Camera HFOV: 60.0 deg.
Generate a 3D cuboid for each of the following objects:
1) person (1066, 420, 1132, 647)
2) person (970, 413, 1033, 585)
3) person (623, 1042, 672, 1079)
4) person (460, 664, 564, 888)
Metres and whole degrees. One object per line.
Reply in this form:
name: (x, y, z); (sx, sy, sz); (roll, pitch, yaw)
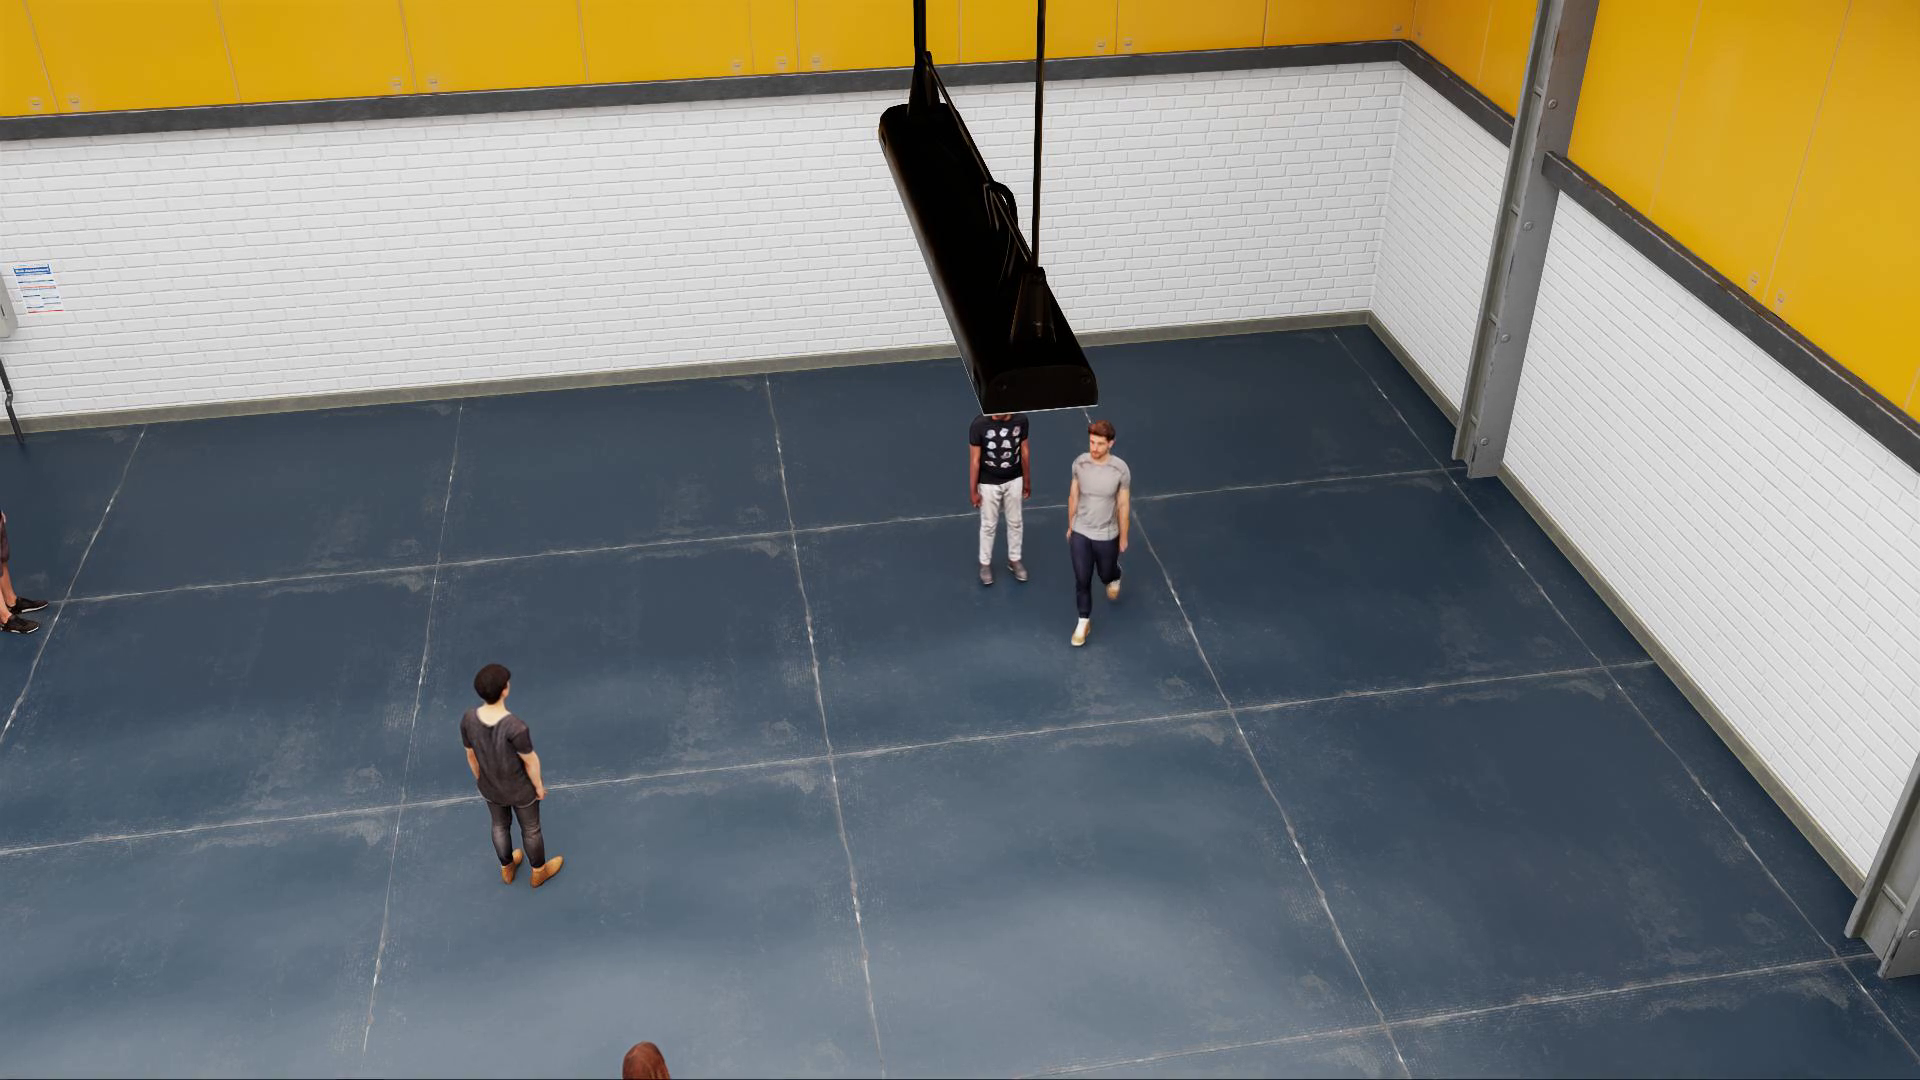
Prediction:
person: (1.072, -0.113, 12.803); (0.968, 1.879, 1.134); (12, 36, 18)
person: (0.322, -0.480, 13.426); (0.680, 1.800, 0.630); (-9, 35, -13)
person: (-1.481, 3.073, 8.160); (0.641, 1.712, 0.663); (10, 35, 15)
person: (-2.866, 1.500, 10.524); (0.706, 1.715, 0.690); (8, 34, 12)
